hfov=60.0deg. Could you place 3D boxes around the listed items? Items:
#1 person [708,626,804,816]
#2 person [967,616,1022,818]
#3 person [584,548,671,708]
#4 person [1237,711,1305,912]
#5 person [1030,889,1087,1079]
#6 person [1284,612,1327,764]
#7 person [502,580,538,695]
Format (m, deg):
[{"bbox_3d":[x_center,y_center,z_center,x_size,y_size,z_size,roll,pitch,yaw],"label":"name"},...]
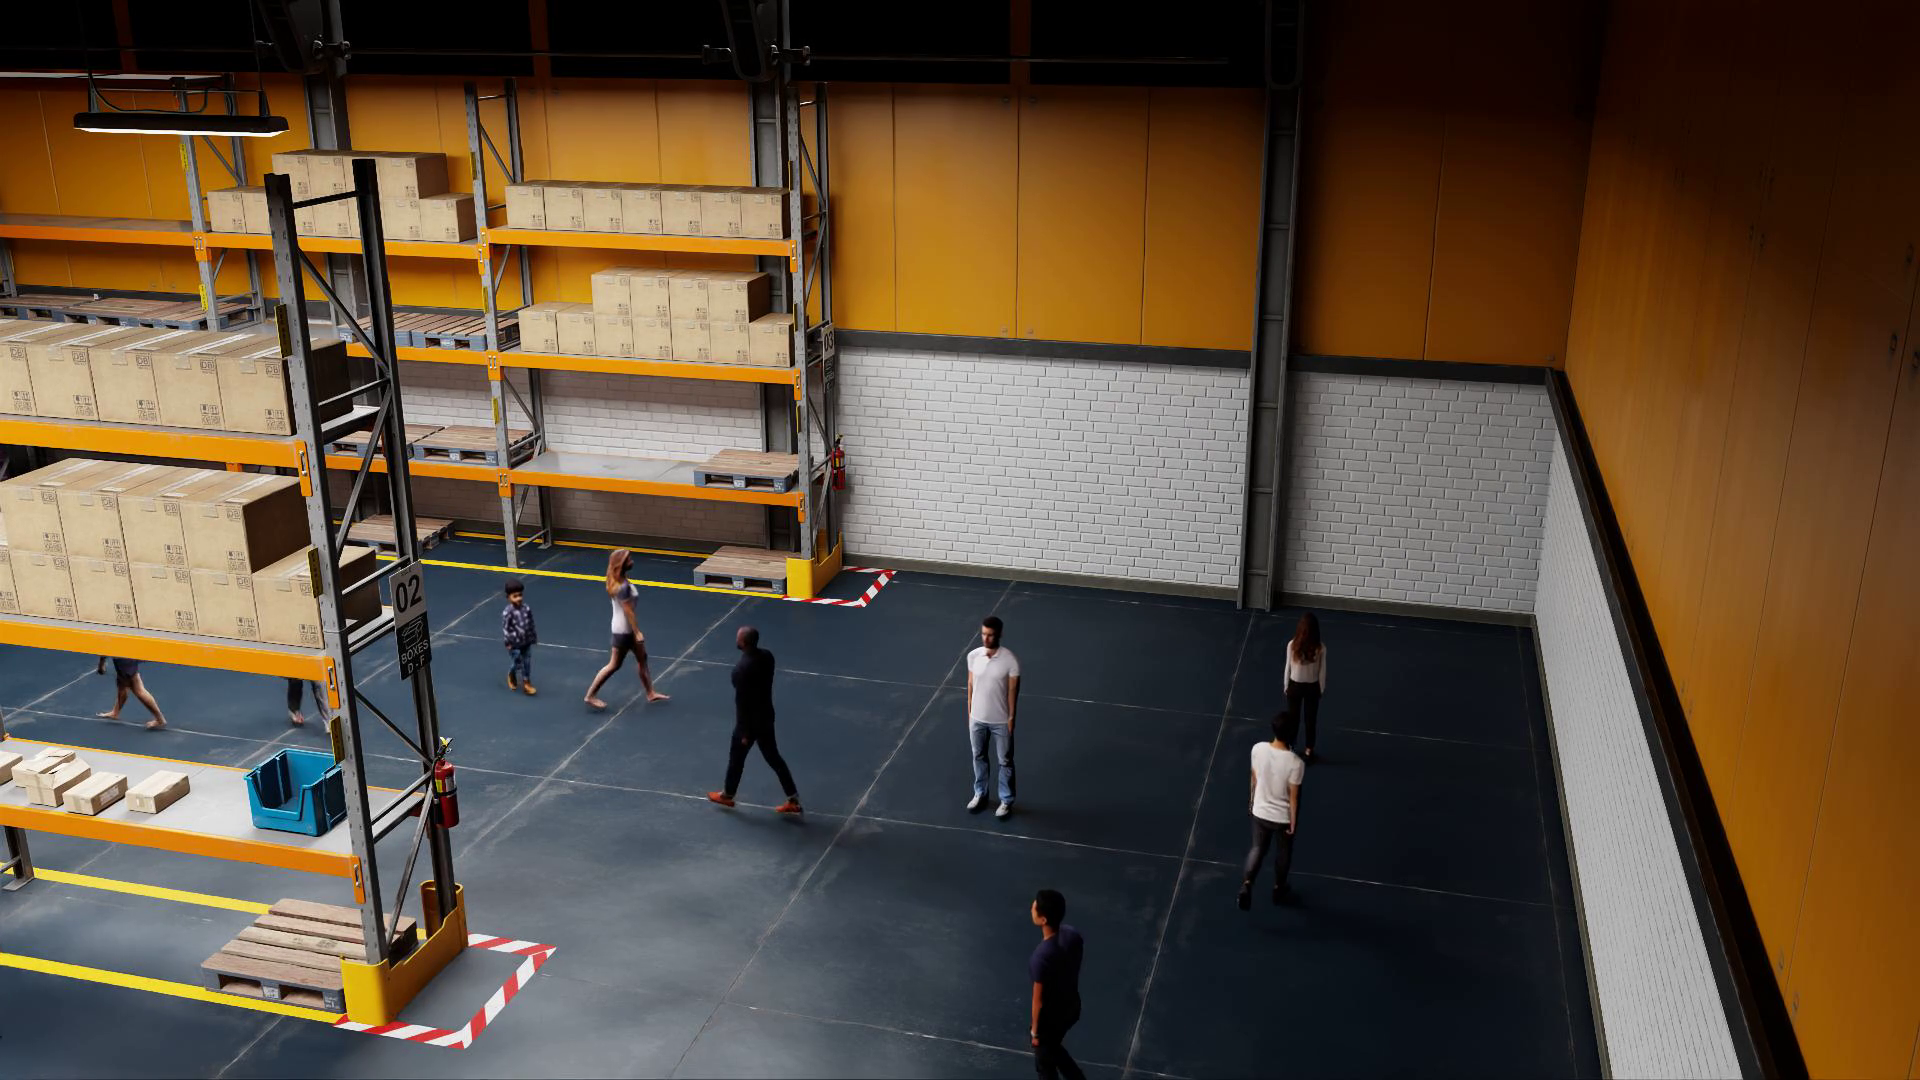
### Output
[{"bbox_3d":[-1.727,1.642,14.642,1.279,1.772,0.936,10,21,28],"label":"person"},{"bbox_3d":[0.290,1.543,14.794,0.594,1.862,0.783,10,21,28],"label":"person"},{"bbox_3d":[-3.495,0.938,16.860,1.170,1.692,0.888,-3,19,-9],"label":"person"},{"bbox_3d":[2.450,2.170,13.190,0.988,1.698,0.883,13,23,34],"label":"person"},{"bbox_3d":[0.682,3.029,10.514,0.853,1.778,0.786,12,22,33],"label":"person"},{"bbox_3d":[3.272,1.403,15.809,0.414,1.481,0.596,4,19,12],"label":"person"},{"bbox_3d":[-4.619,1.005,17.364,0.696,1.243,0.625,18,25,42],"label":"person"}]
